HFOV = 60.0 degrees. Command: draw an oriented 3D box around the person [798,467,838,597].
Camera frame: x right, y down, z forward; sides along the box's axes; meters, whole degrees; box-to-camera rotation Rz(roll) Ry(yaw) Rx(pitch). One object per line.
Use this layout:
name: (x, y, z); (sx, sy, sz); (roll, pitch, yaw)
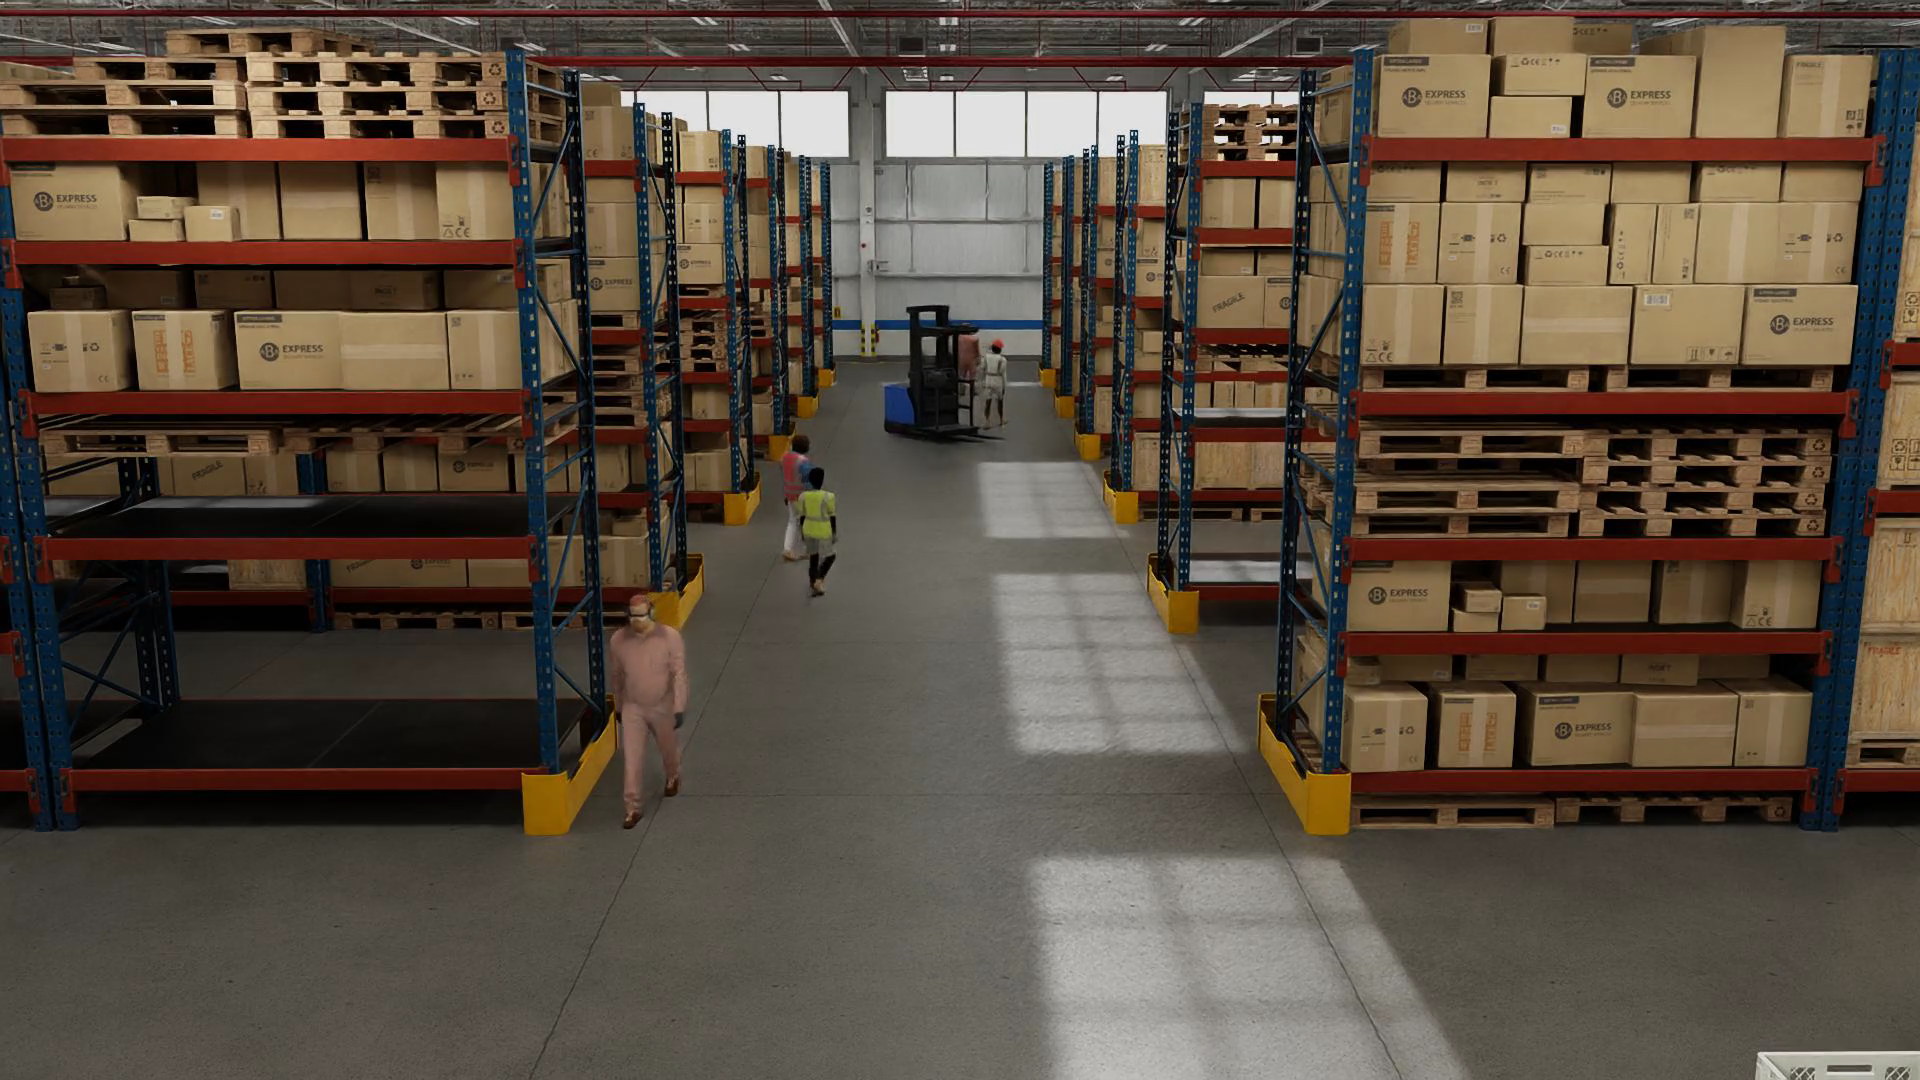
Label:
person: (-1.800, -0.092, 21.123); (0.546, 1.682, 0.372); (5, 12, 24)

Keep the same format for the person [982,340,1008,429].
person: (0.783, -3.482, 37.191); (0.619, 1.988, 1.043); (4, 12, 21)

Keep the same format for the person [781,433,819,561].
person: (-2.234, -0.591, 23.266); (0.430, 1.840, 0.633); (-9, 15, -39)

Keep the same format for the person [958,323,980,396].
person: (0.219, -4.717, 43.517); (0.638, 1.904, 0.402); (3, 12, 15)

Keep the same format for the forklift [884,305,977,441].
forklift: (-0.686, -3.633, 35.705); (1.129, 2.768, 1.873); (-10, 15, -41)

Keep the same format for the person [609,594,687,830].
person: (-2.544, 1.329, 13.672); (0.644, 1.857, 1.007); (0, 11, -1)
